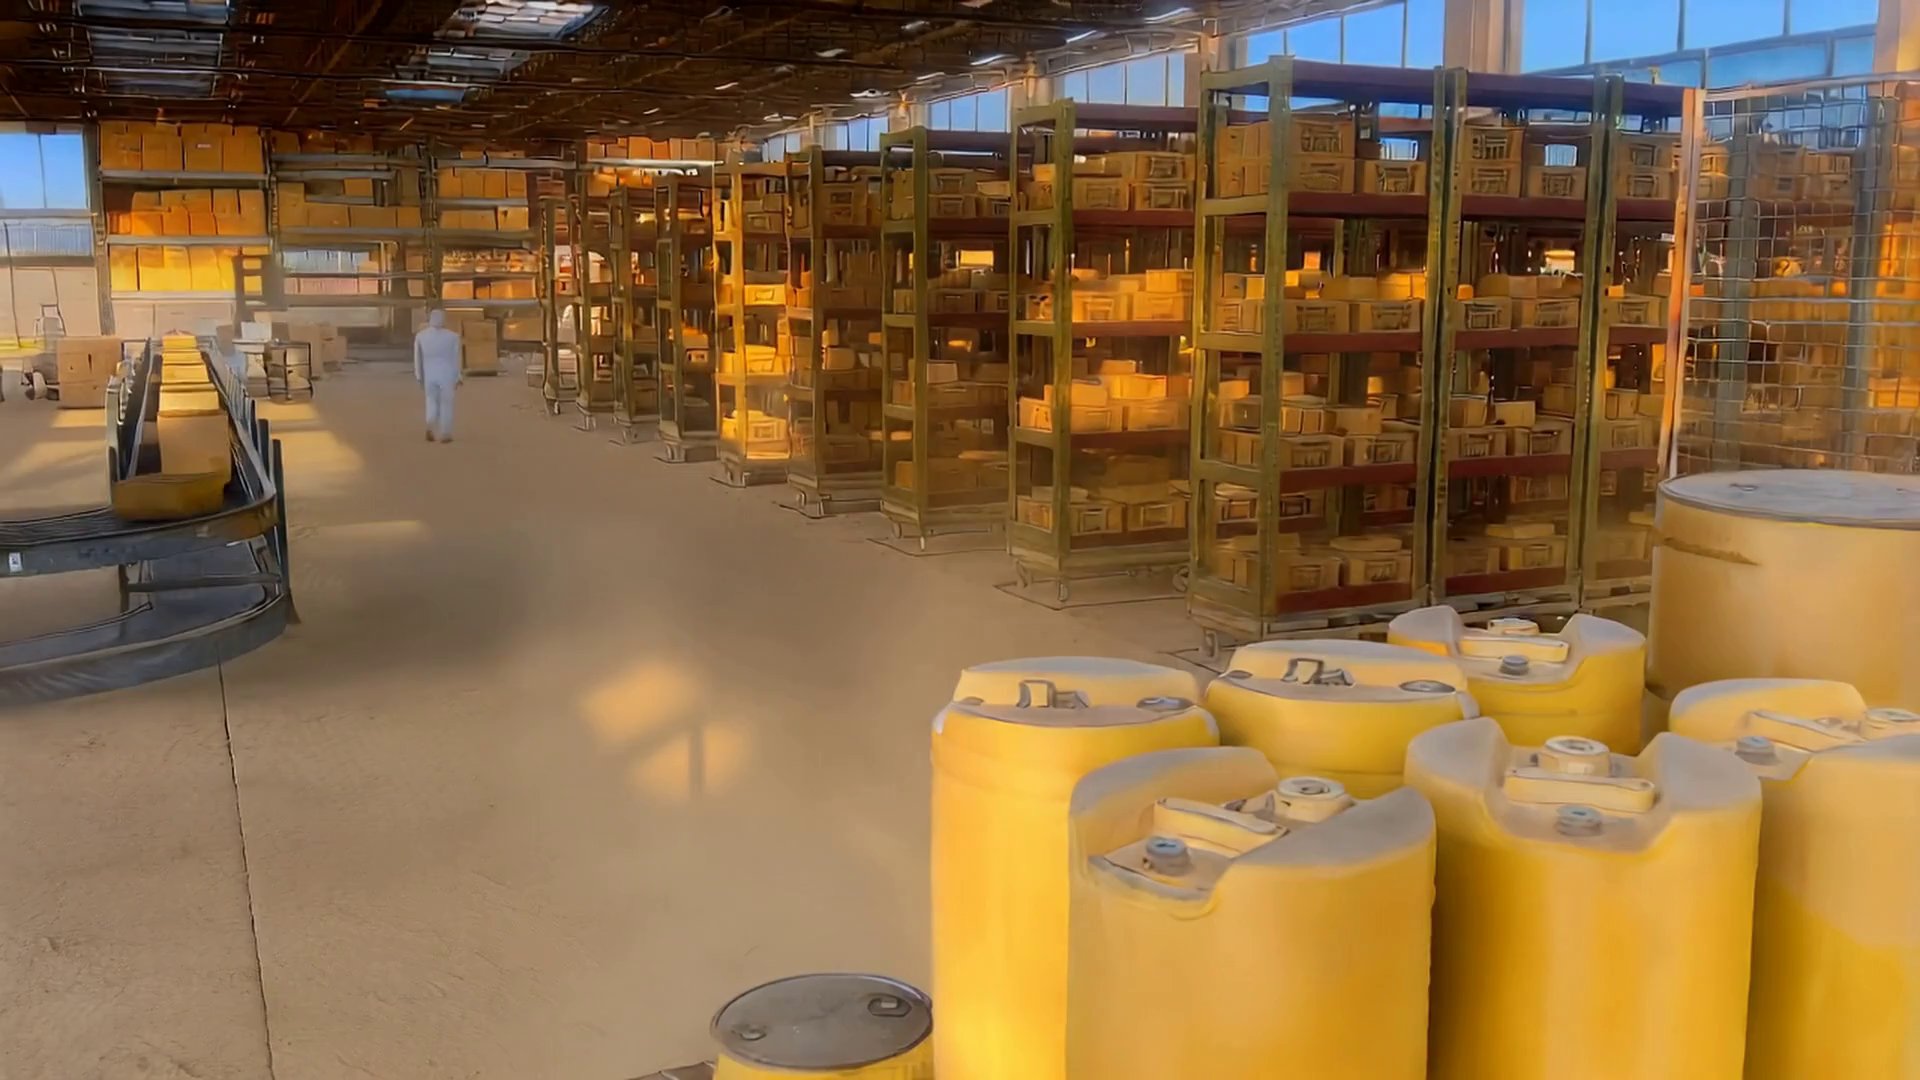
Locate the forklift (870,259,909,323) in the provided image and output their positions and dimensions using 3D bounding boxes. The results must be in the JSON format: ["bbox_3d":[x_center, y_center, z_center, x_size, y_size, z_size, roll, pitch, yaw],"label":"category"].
[{"bbox_3d":[-2.123,-7.626,53.399,1.129,2.768,1.873,-4,10,-25],"label":"forklift"}]

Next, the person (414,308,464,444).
[{"bbox_3d":[-7.308,-2.297,23.377,0.639,1.896,0.444,0,9,-3],"label":"person"}]

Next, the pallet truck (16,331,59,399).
[{"bbox_3d":[-17.082,-3.353,31.781,1.630,1.274,0.653,-4,10,-25],"label":"pallet truck"}]

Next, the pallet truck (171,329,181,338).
[{"bbox_3d":[-17.275,-3.851,35.096,1.601,1.201,0.680,0,9,1],"label":"pallet truck"}]

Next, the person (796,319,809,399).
[{"bbox_3d":[-2.178,-2.270,23.066,0.990,1.953,0.609,-5,10,-28],"label":"person"}]

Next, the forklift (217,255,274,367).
[{"bbox_3d":[-17.467,-5.658,41.194,1.873,2.768,1.129,6,11,33],"label":"forklift"}]

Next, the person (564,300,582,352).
[{"bbox_3d":[-9.370,-5.056,40.390,0.601,1.940,0.414,4,10,23],"label":"person"}]
